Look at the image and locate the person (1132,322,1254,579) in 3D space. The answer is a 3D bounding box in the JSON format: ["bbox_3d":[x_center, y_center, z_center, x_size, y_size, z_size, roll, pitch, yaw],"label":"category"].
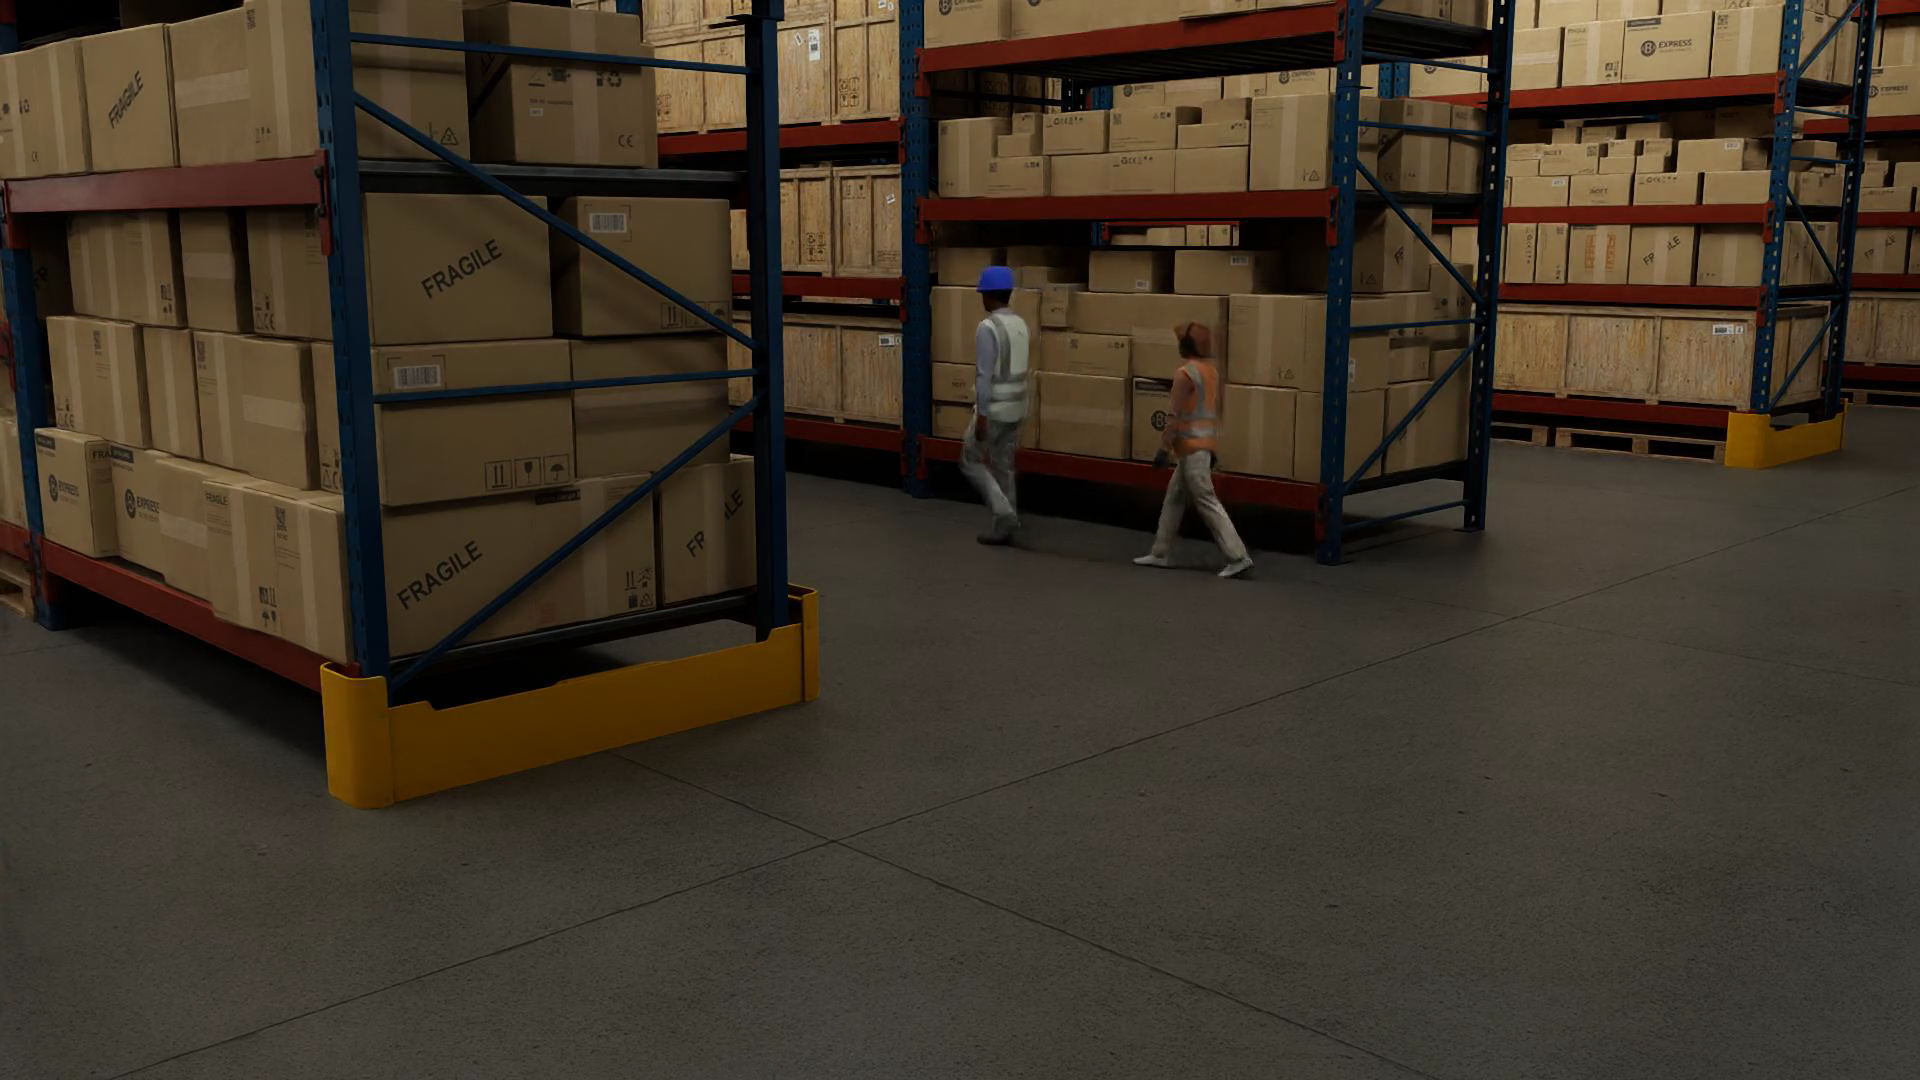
[{"bbox_3d":[1.494,-0.565,10.412,0.838,1.601,0.517,5,12,26],"label":"person"}]

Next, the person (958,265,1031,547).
[{"bbox_3d":[0.244,-0.893,11.320,0.451,1.923,0.635,6,12,30],"label":"person"}]
